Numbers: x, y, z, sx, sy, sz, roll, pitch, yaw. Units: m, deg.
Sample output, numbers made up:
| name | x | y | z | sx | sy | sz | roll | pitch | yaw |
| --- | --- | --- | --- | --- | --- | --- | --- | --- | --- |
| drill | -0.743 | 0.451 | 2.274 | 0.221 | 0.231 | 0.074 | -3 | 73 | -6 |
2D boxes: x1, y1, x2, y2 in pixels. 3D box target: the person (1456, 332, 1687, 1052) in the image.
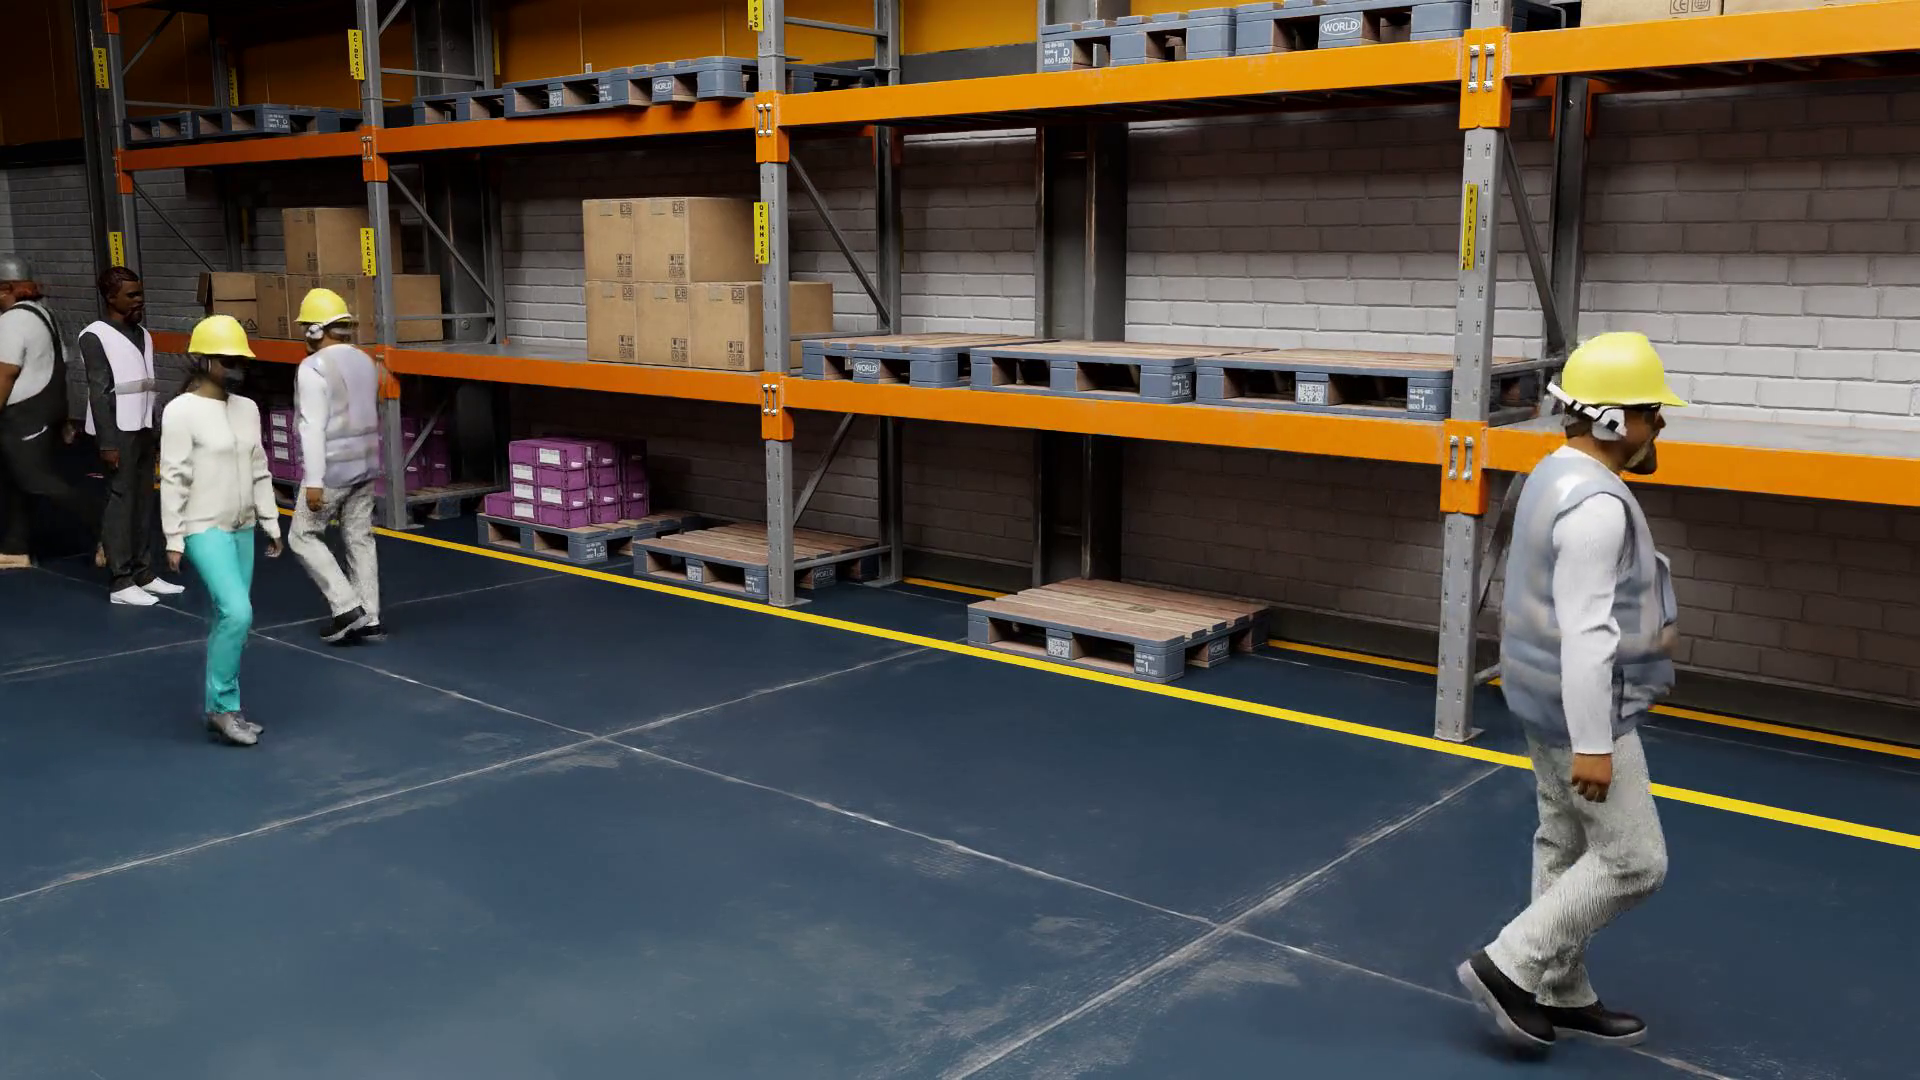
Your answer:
| name | x | y | z | sx | sy | sz | roll | pitch | yaw |
| --- | --- | --- | --- | --- | --- | --- | --- | --- | --- |
| person | 1.547 | 0.400 | 4.115 | 0.414 | 1.821 | 0.615 | 2 | 10 | 11 |

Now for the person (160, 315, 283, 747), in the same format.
| name | x | y | z | sx | sy | sz | roll | pitch | yaw |
| --- | --- | --- | --- | --- | --- | --- | --- | --- | --- |
| person | -2.968 | -0.030 | 6.773 | 0.524 | 1.750 | 0.559 | 2 | 10 | 14 |

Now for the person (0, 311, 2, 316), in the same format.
| name | x | y | z | sx | sy | sz | roll | pitch | yaw |
| --- | --- | --- | --- | --- | --- | --- | --- | --- | --- |
| person | -9.951 | -1.859 | 17.525 | 0.497 | 1.633 | 0.284 | -9 | 13 | -41 |

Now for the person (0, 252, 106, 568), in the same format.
| name | x | y | z | sx | sy | sz | roll | pitch | yaw |
| --- | --- | --- | --- | --- | --- | --- | --- | --- | --- |
| person | -5.747 | -0.812 | 10.402 | 0.898 | 2.000 | 0.679 | -3 | 10 | -15 |

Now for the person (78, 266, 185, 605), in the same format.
| name | x | y | z | sx | sy | sz | roll | pitch | yaw |
| --- | --- | --- | --- | --- | --- | --- | --- | --- | --- |
| person | -4.767 | -0.595 | 9.519 | 0.392 | 1.920 | 0.592 | 0 | 10 | 0 |

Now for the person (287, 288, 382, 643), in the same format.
| name | x | y | z | sx | sy | sz | roll | pitch | yaw |
| --- | --- | --- | --- | --- | --- | --- | --- | --- | --- |
| person | -3.165 | -0.359 | 8.456 | 0.422 | 1.816 | 0.618 | 3 | 10 | 14 |
